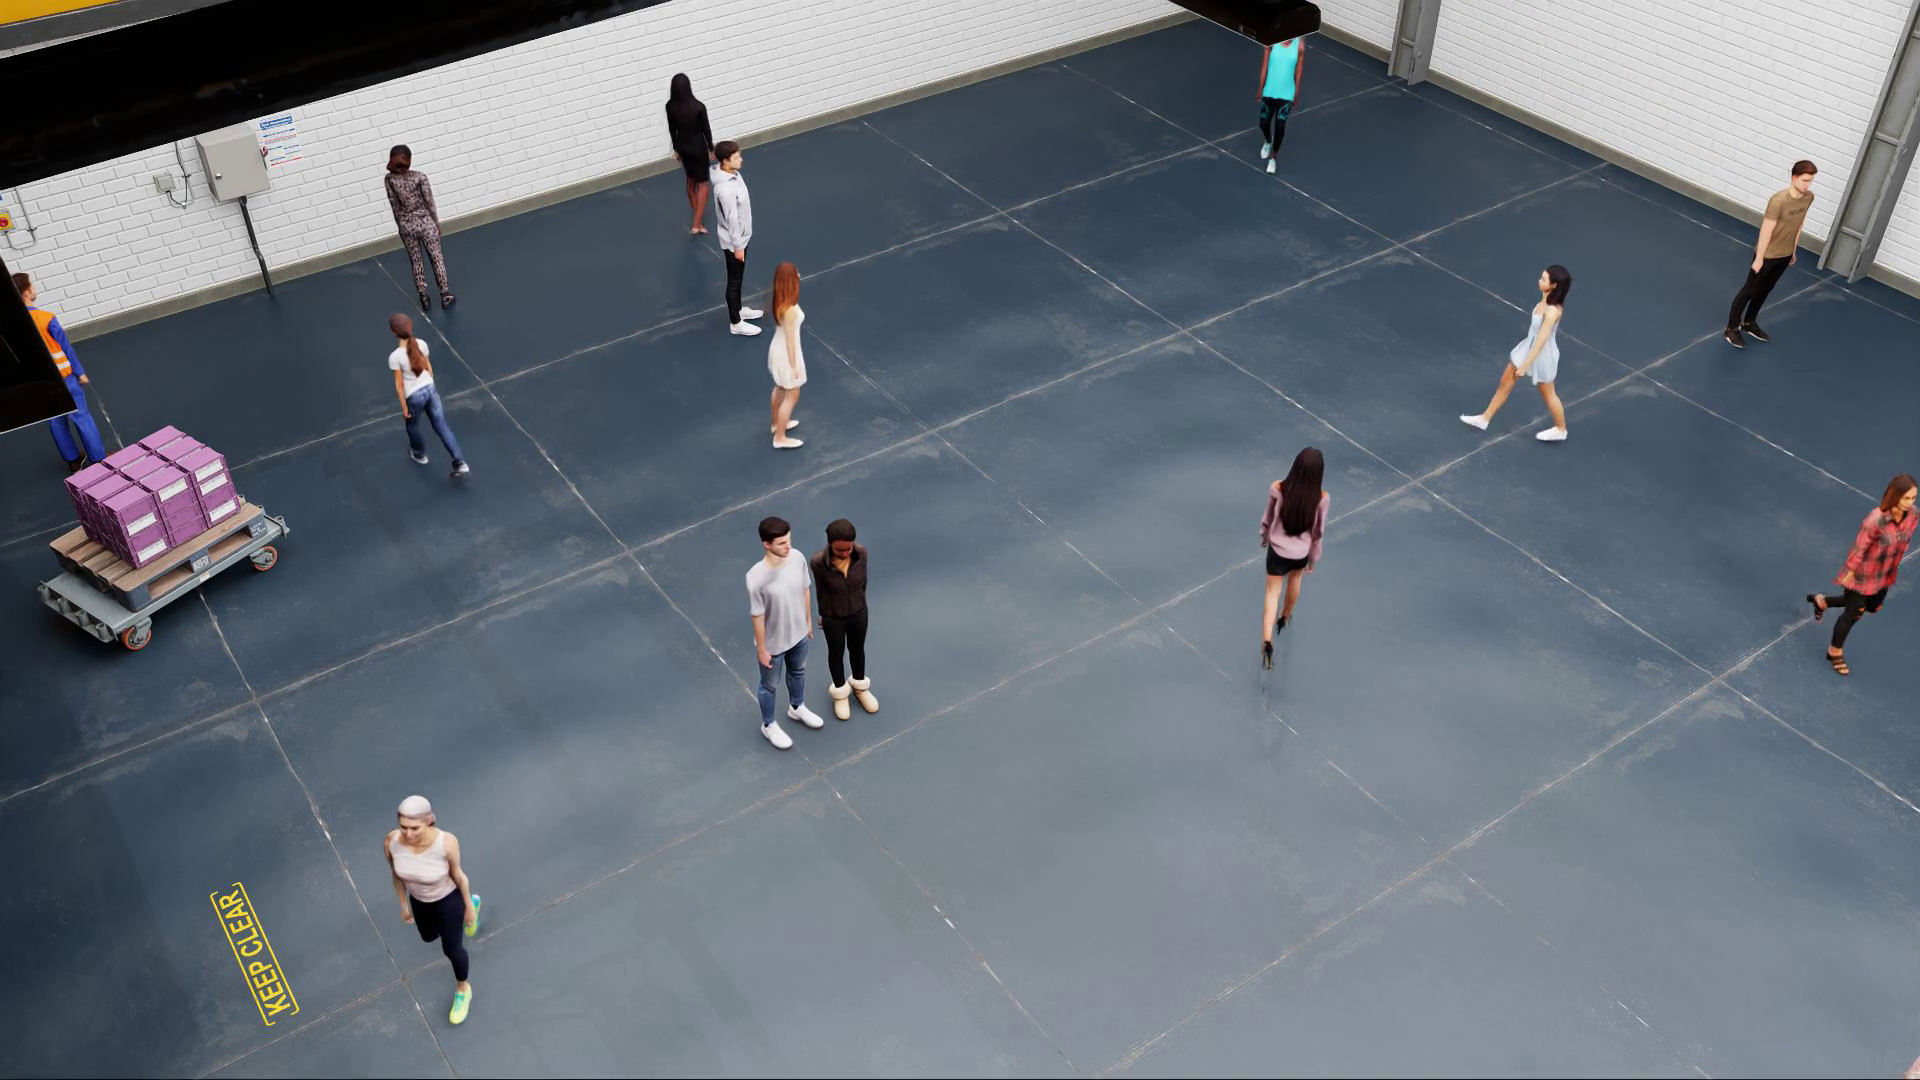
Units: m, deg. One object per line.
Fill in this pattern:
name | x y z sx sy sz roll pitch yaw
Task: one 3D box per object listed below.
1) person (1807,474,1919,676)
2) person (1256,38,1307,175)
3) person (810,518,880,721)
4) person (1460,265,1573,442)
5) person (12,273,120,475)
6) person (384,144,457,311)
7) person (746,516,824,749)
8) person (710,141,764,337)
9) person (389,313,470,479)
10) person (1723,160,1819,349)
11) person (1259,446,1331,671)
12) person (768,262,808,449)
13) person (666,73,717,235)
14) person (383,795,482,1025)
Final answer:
person | 6.539 0.184 12.046 0.753 1.690 0.917 -12 40 -14
person | 3.549 -4.989 18.433 0.807 1.802 0.869 11 40 13
person | -0.818 0.500 11.673 0.655 1.660 0.605 -23 44 -26
person | 5.036 -1.543 14.216 1.129 1.681 1.114 4 39 5
person | -7.553 -1.371 13.857 0.789 1.860 0.825 3 39 3
person | -5.232 -3.013 16.031 0.674 1.713 0.713 -1 39 -2
person | -1.229 0.609 11.355 0.665 1.886 0.722 29 47 31
person | -2.131 -2.862 15.667 0.843 1.930 0.733 -2 39 -2
person | -4.465 -1.183 13.883 1.094 1.533 0.686 30 48 32
person | 7.594 -2.692 15.519 0.703 1.850 0.613 -17 42 -20
person | 2.361 0.161 12.000 1.064 1.783 1.095 8 39 10
person | -1.508 -1.582 14.252 0.735 1.695 0.640 -9 40 -12
person | -2.789 -4.010 17.279 0.921 1.713 0.936 13 40 16
person | -3.032 2.035 9.730 0.970 1.687 1.043 5 39 6
